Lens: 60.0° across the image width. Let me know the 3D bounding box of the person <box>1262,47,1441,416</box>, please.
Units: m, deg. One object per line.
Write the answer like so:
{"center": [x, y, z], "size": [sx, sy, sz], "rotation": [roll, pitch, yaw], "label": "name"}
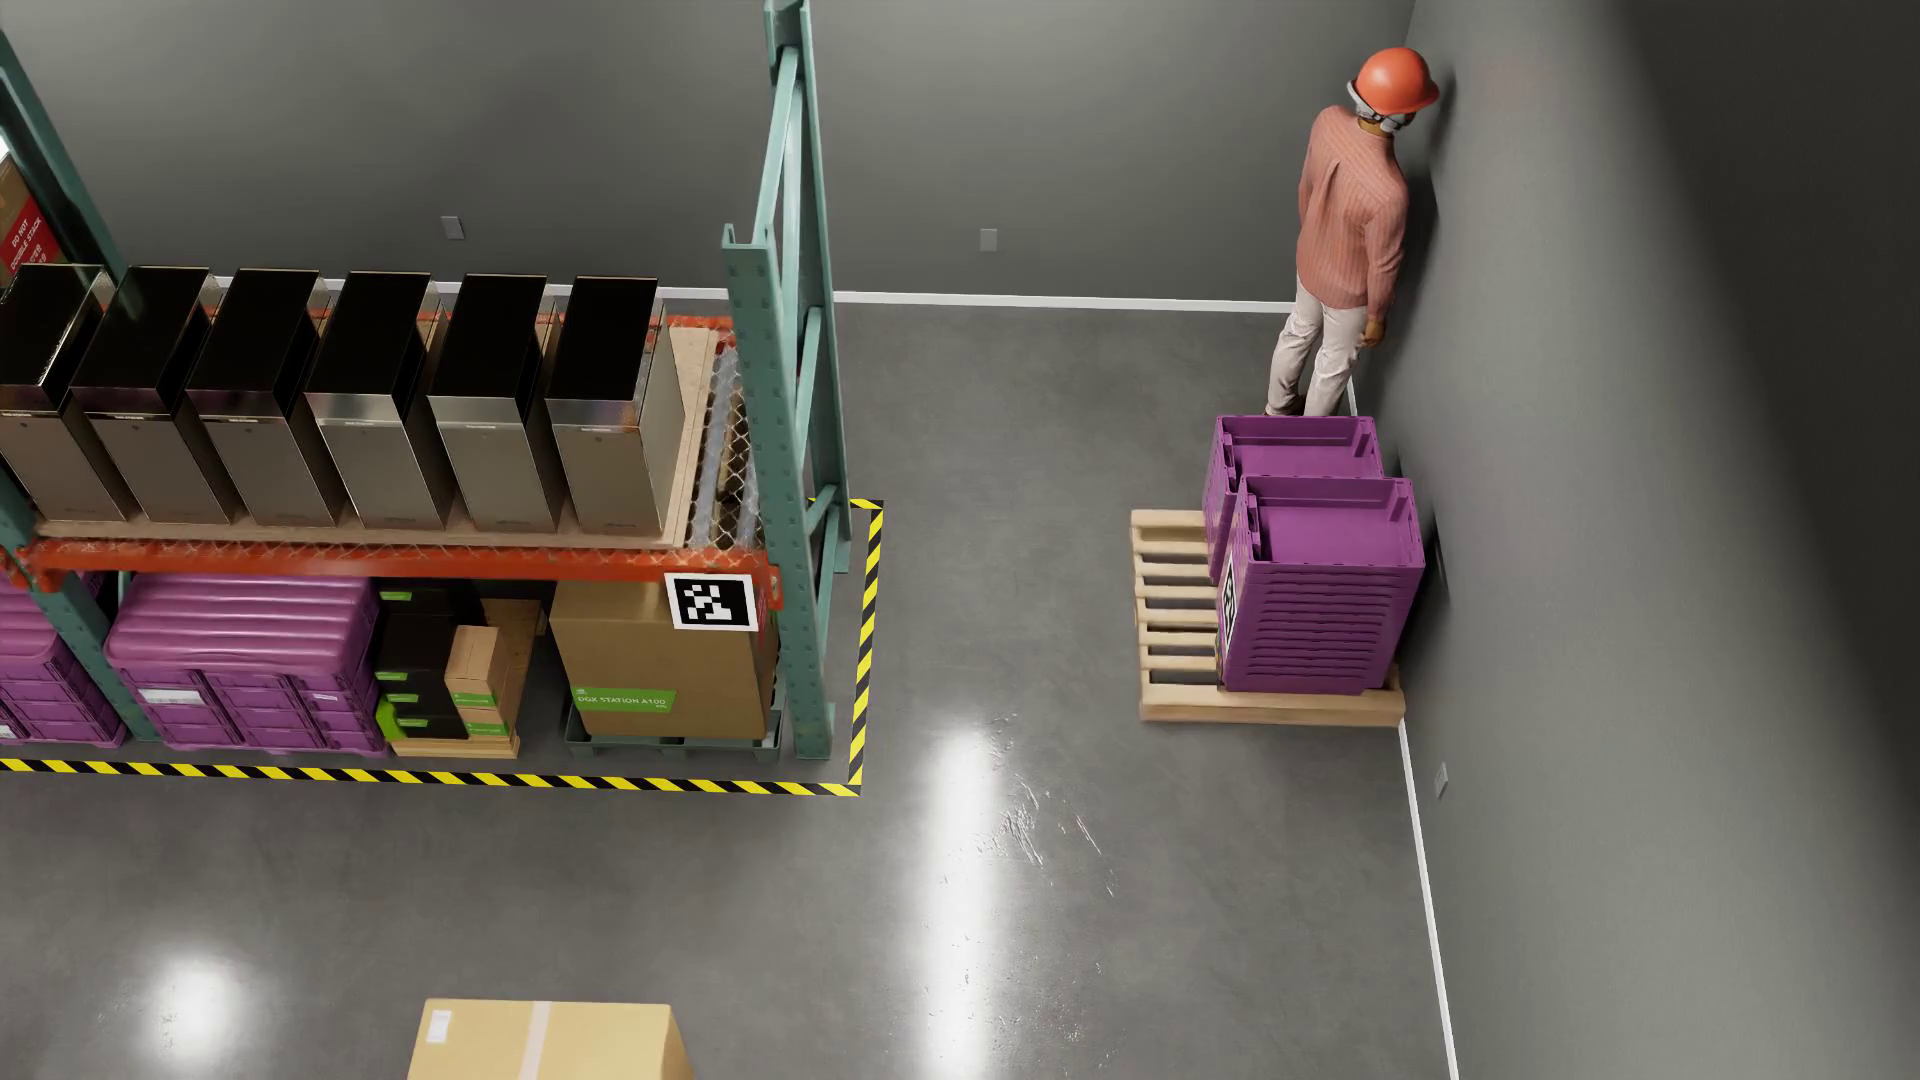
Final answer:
{"center": [1.502, -1.052, 6.486], "size": [0.380, 1.995, 0.611], "rotation": [-18, 54, -13], "label": "person"}
